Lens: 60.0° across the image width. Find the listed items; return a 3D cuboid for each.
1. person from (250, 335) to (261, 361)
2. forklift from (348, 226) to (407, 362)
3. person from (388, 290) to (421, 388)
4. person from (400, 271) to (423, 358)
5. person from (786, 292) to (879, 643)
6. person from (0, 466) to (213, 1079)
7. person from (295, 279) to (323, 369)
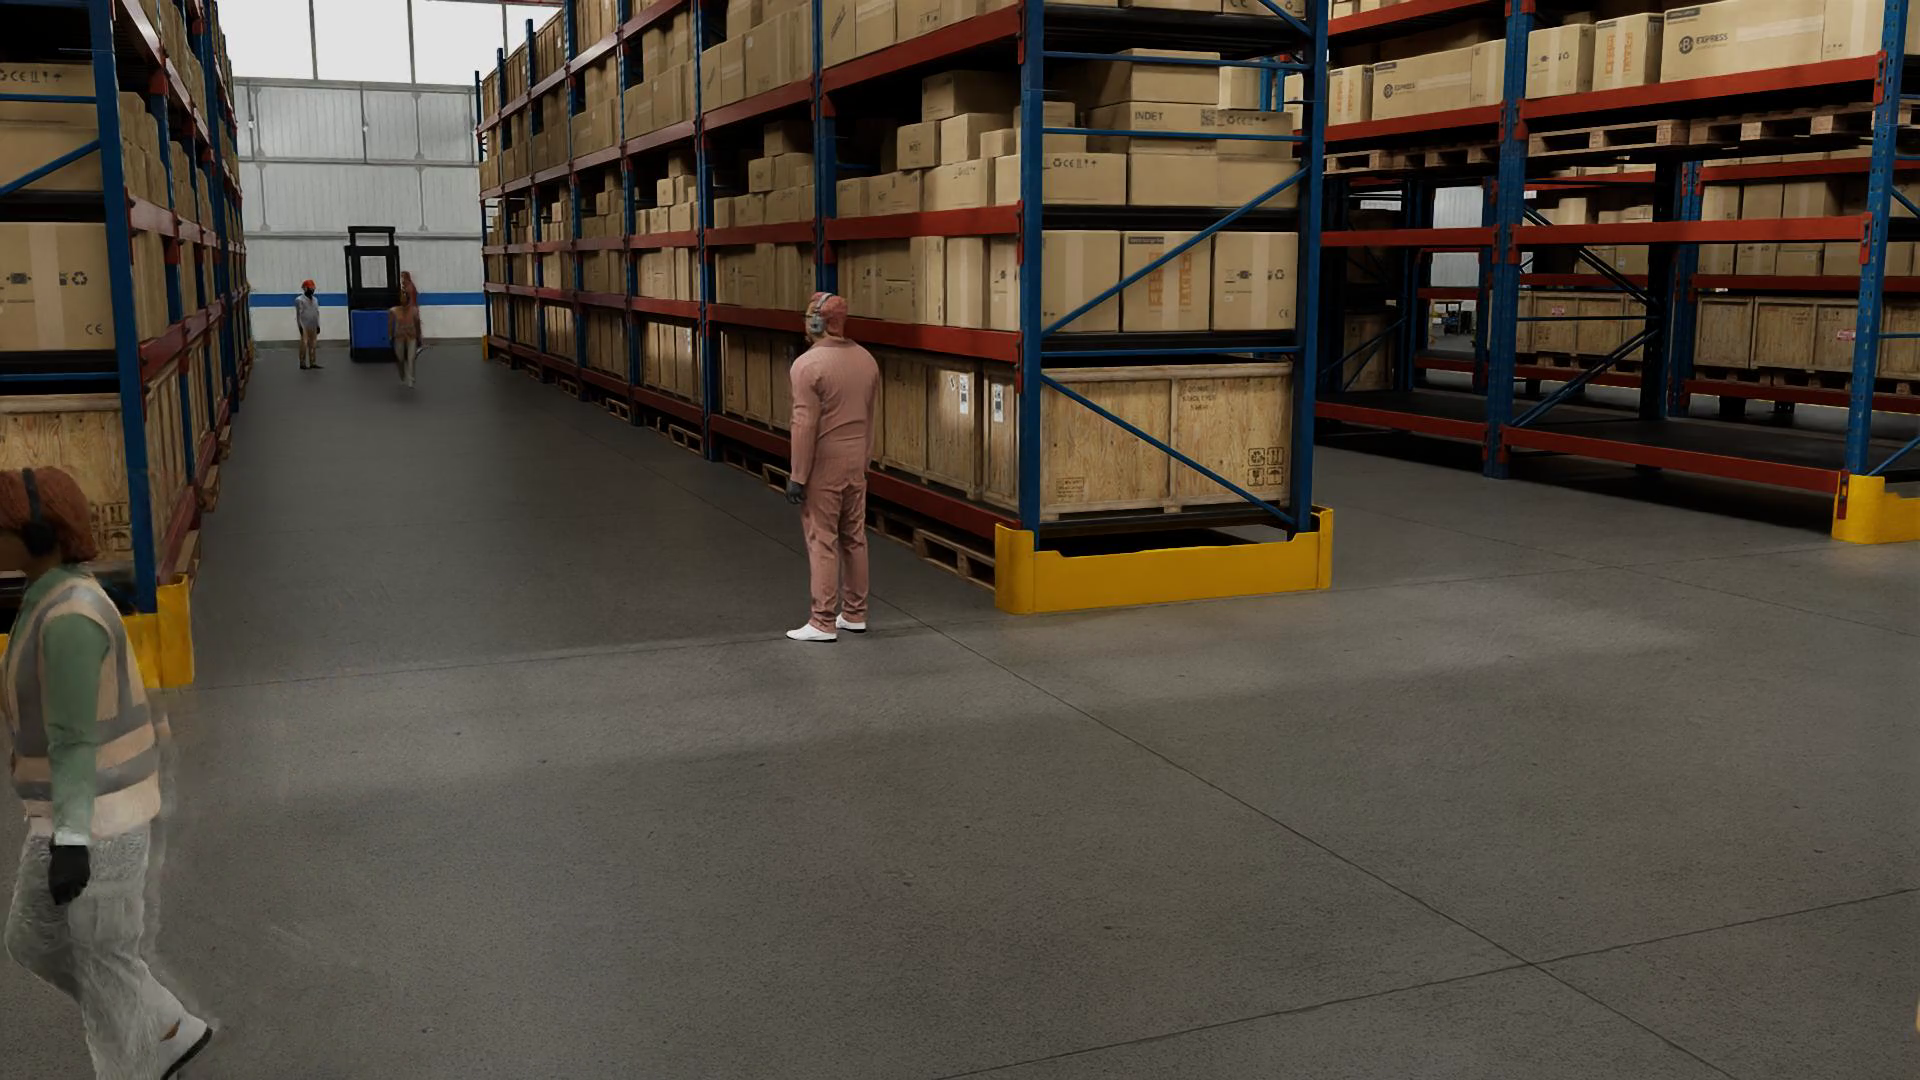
[{"bbox_3d":[-15.065,-4.548,34.630,0.924,1.691,0.500,-3,10,-19],"label":"person"},{"bbox_3d":[-12.291,-5.190,34.949,1.129,2.768,1.873,-4,10,-22],"label":"forklift"},{"bbox_3d":[-9.233,-3.349,27.671,0.529,1.620,0.623,-4,10,-21],"label":"person"},{"bbox_3d":[-11.968,-4.875,36.022,0.437,1.888,0.667,-4,10,-23],"label":"person"},{"bbox_3d":[-0.728,-0.397,9.140,0.409,1.913,0.647,6,11,34],"label":"person"},{"bbox_3d":[-2.004,0.640,3.787,0.360,1.628,0.529,-7,12,-36],"label":"person"},{"bbox_3d":[-12.646,-4.186,32.338,0.354,1.744,0.565,4,10,21],"label":"person"}]
